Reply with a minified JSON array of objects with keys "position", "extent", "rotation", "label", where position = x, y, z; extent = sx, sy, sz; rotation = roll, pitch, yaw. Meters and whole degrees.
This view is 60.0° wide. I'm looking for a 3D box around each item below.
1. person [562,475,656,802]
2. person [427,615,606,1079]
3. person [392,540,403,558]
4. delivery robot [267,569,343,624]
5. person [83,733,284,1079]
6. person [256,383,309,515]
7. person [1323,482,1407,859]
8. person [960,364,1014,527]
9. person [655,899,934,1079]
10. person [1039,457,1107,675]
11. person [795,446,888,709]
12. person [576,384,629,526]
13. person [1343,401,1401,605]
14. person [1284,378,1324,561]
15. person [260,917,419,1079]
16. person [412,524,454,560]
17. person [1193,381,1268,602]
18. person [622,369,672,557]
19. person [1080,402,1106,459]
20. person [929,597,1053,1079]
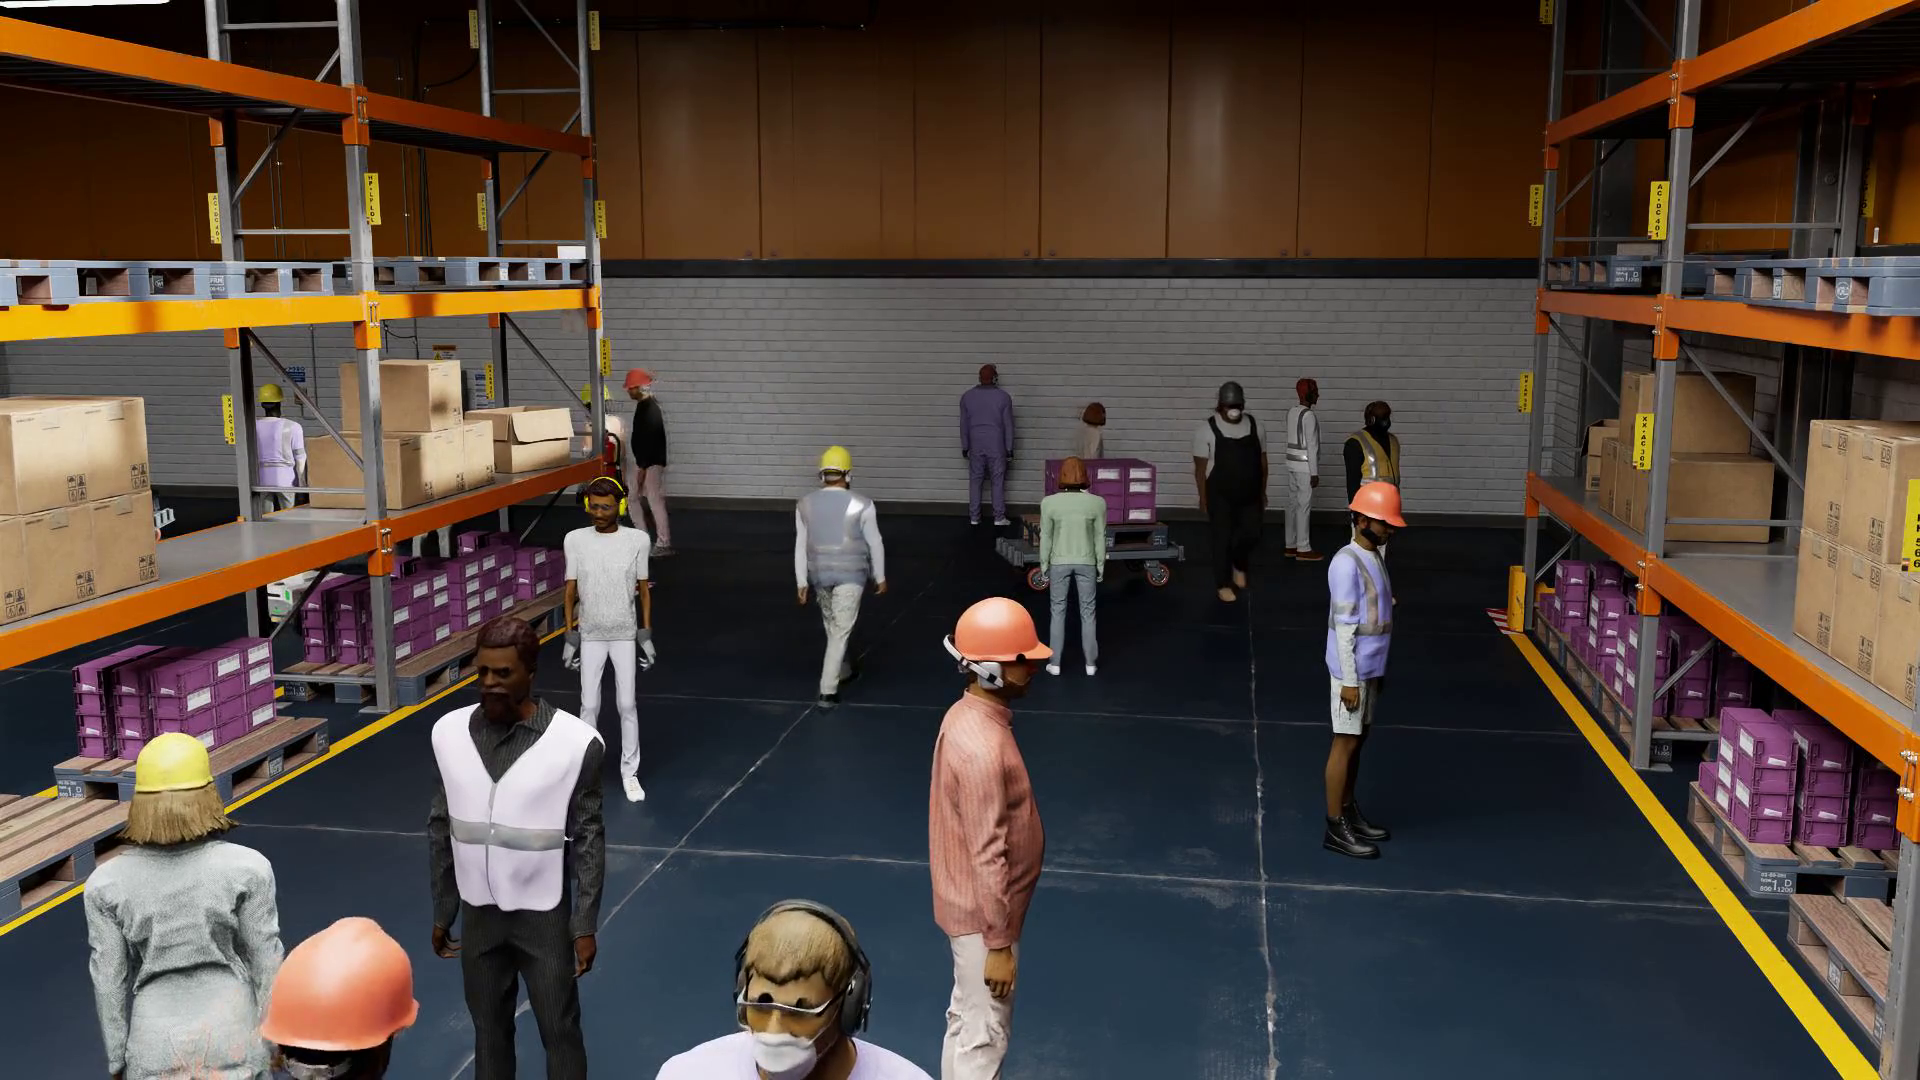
[{"position":[-1.972,0.560,9.343],"extent":[0.519,1.865,0.326],"rotation":[-2,9,-12],"label":"person"},{"position":[-1.416,1.179,5.344],"extent":[0.593,1.922,0.392],"rotation":[2,9,10],"label":"person"},{"position":[-5.551,-0.574,16.317],"extent":[0.404,1.872,0.713],"rotation":[-5,11,-29],"label":"person"},{"position":[-5.491,0.424,13.901],"extent":[0.477,0.478,0.707],"rotation":[4,10,21],"label":"delivery robot"},{"position":[-2.125,1.387,4.629],"extent":[0.485,1.739,0.304],"rotation":[-3,10,-19],"label":"person"},{"position":[-6.497,-0.525,15.829],"extent":[0.588,1.930,0.357],"rotation":[0,9,-3],"label":"person"},{"position":[2.082,0.655,8.560],"extent":[0.375,1.927,0.543],"rotation":[5,10,27],"label":"person"},{"position":[0.332,-1.104,19.472],"extent":[0.651,1.906,0.403],"rotation":[3,10,18],"label":"person"},{"position":[-0.274,1.561,2.937],"extent":[0.632,1.940,0.372],"rotation":[2,9,13],"label":"person"},{"position":[0.836,0.196,12.328],"extent":[0.497,1.626,0.287],"rotation":[0,9,2],"label":"person"},{"position":[-0.843,0.247,11.529],"extent":[0.595,1.790,0.921],"rotation":[4,10,22],"label":"person"},{"position":[-3.511,-0.567,16.162],"extent":[0.634,1.899,0.603],"rotation":[3,10,15],"label":"person"},{"position":[3.691,-0.315,14.800],"extent":[0.627,1.846,0.429],"rotation":[-7,11,-36],"label":"person"},{"position":[3.562,-0.730,17.236],"extent":[0.355,1.883,0.573],"rotation":[-2,10,-14],"label":"person"},{"position":[-1.059,1.585,2.961],"extent":[0.548,1.875,1.018],"rotation":[0,9,1],"label":"person"},{"position":[-4.983,-0.455,15.718],"extent":[0.587,1.826,0.404],"rotation":[-4,10,-22],"label":"person"},{"position":[2.466,-0.463,15.102],"extent":[0.696,2.000,0.591],"rotation":[-1,9,-9],"label":"person"},{"position":[-3.320,-0.792,17.348],"extent":[0.657,1.967,0.648],"rotation":[-4,10,-22],"label":"person"},{"position":[1.349,-0.686,17.856],"extent":[0.827,1.598,0.511],"rotation":[-3,10,-17],"label":"person"},{"position":[0.094,1.160,5.235],"extent":[0.381,1.994,0.615],"rotation":[-1,9,-5],"label":"person"}]
